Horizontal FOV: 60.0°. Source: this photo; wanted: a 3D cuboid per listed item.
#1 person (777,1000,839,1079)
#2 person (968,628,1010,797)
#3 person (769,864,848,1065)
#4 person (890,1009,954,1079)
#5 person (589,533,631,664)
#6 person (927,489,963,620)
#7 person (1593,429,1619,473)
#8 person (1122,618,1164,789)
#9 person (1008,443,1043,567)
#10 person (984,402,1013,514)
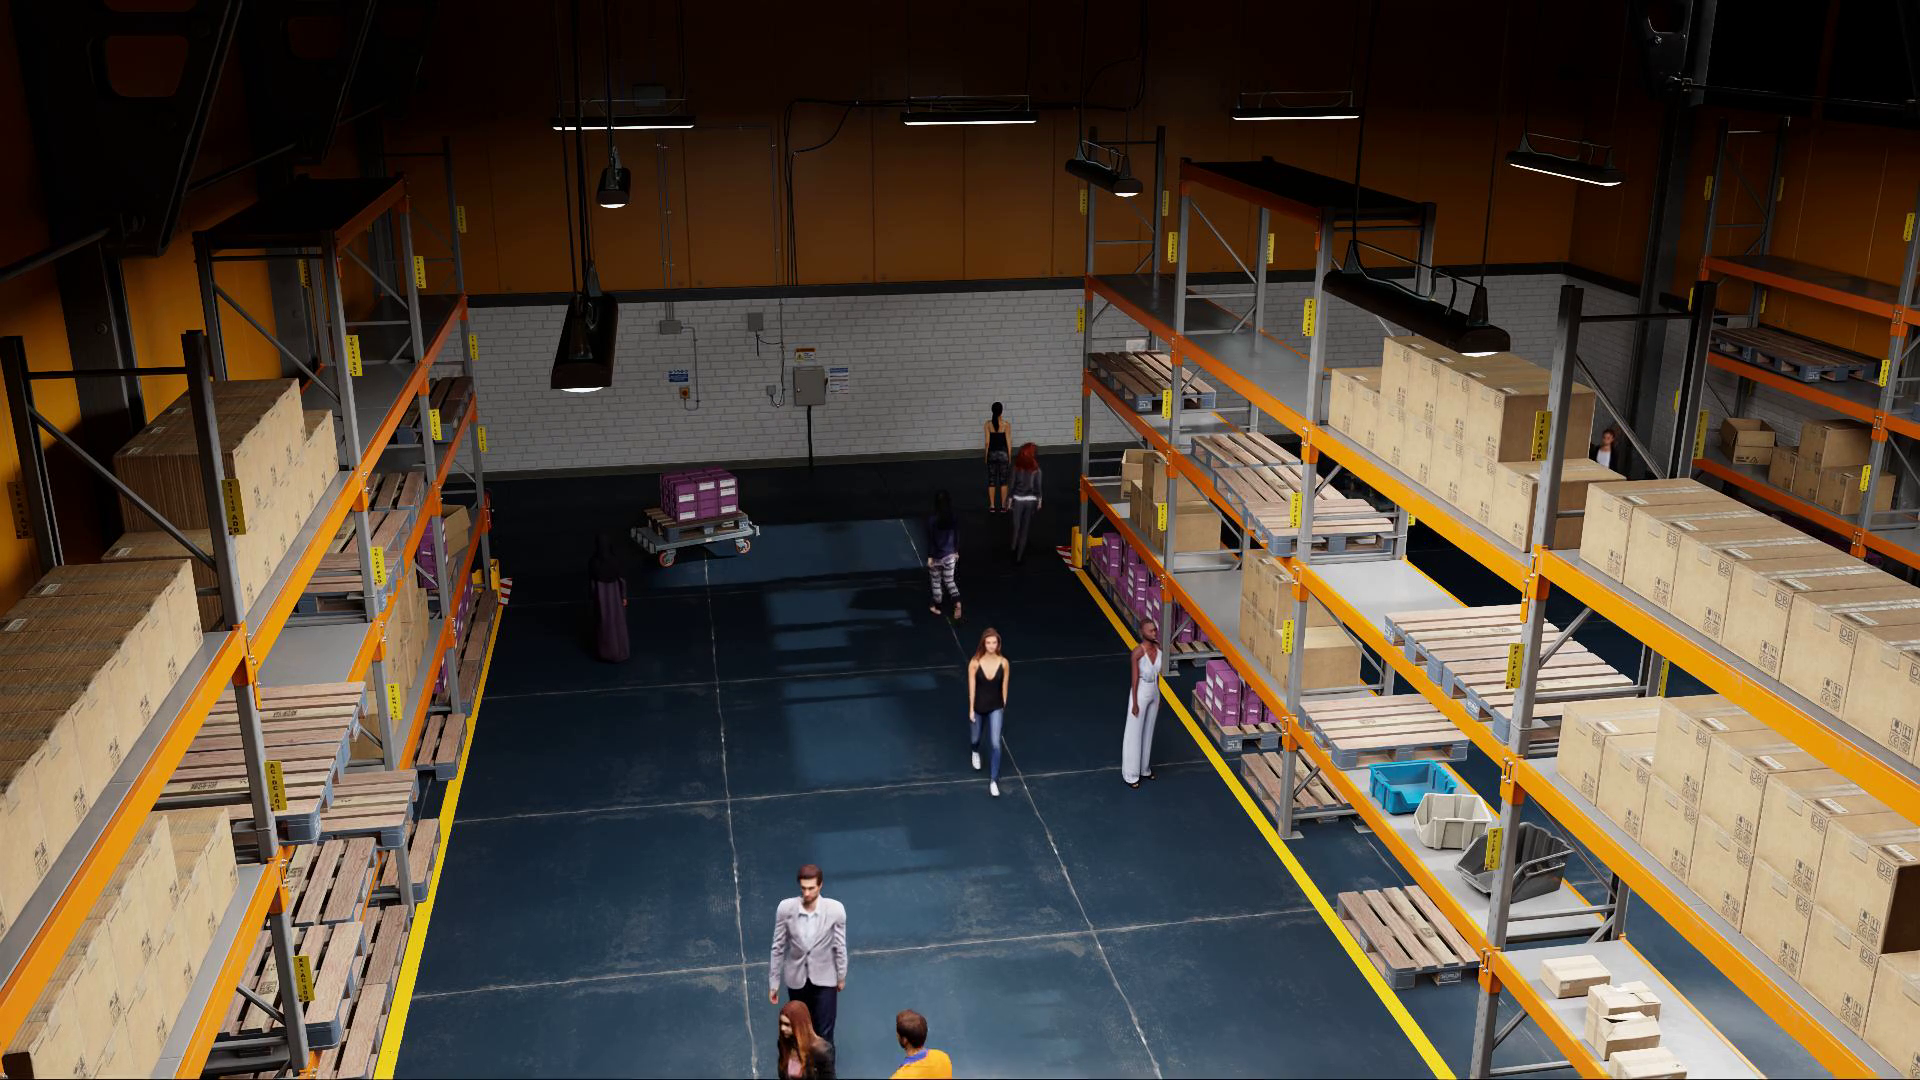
[{"bbox_3d":[-0.900,3.689,10.831,0.777,1.691,0.839,13,22,33],"label":"person"},{"bbox_3d":[0.253,1.676,16.803,0.637,1.695,1.067,-1,19,-4],"label":"person"},{"bbox_3d":[-1.081,3.164,12.182,0.899,1.824,1.104,3,19,8],"label":"person"},{"bbox_3d":[-0.172,3.822,10.263,1.155,1.801,1.356,-16,25,-40],"label":"person"},{"bbox_3d":[-4.209,0.679,19.888,0.632,1.615,0.626,0,19,-1],"label":"person"},{"bbox_3d":[-0.190,0.207,21.132,0.797,1.715,1.021,-10,21,-28],"label":"person"},{"bbox_3d":[9.595,-0.924,24.781,0.924,1.530,0.983,14,23,35],"label":"person"},{"bbox_3d":[1.863,1.625,16.818,0.650,1.782,0.670,-17,25,-42],"label":"person"},{"bbox_3d":[0.893,-0.453,23.034,0.708,1.753,0.716,4,19,10],"label":"person"},{"bbox_3d":[0.577,-1.271,25.498,0.642,1.730,0.637,3,19,9],"label":"person"}]
